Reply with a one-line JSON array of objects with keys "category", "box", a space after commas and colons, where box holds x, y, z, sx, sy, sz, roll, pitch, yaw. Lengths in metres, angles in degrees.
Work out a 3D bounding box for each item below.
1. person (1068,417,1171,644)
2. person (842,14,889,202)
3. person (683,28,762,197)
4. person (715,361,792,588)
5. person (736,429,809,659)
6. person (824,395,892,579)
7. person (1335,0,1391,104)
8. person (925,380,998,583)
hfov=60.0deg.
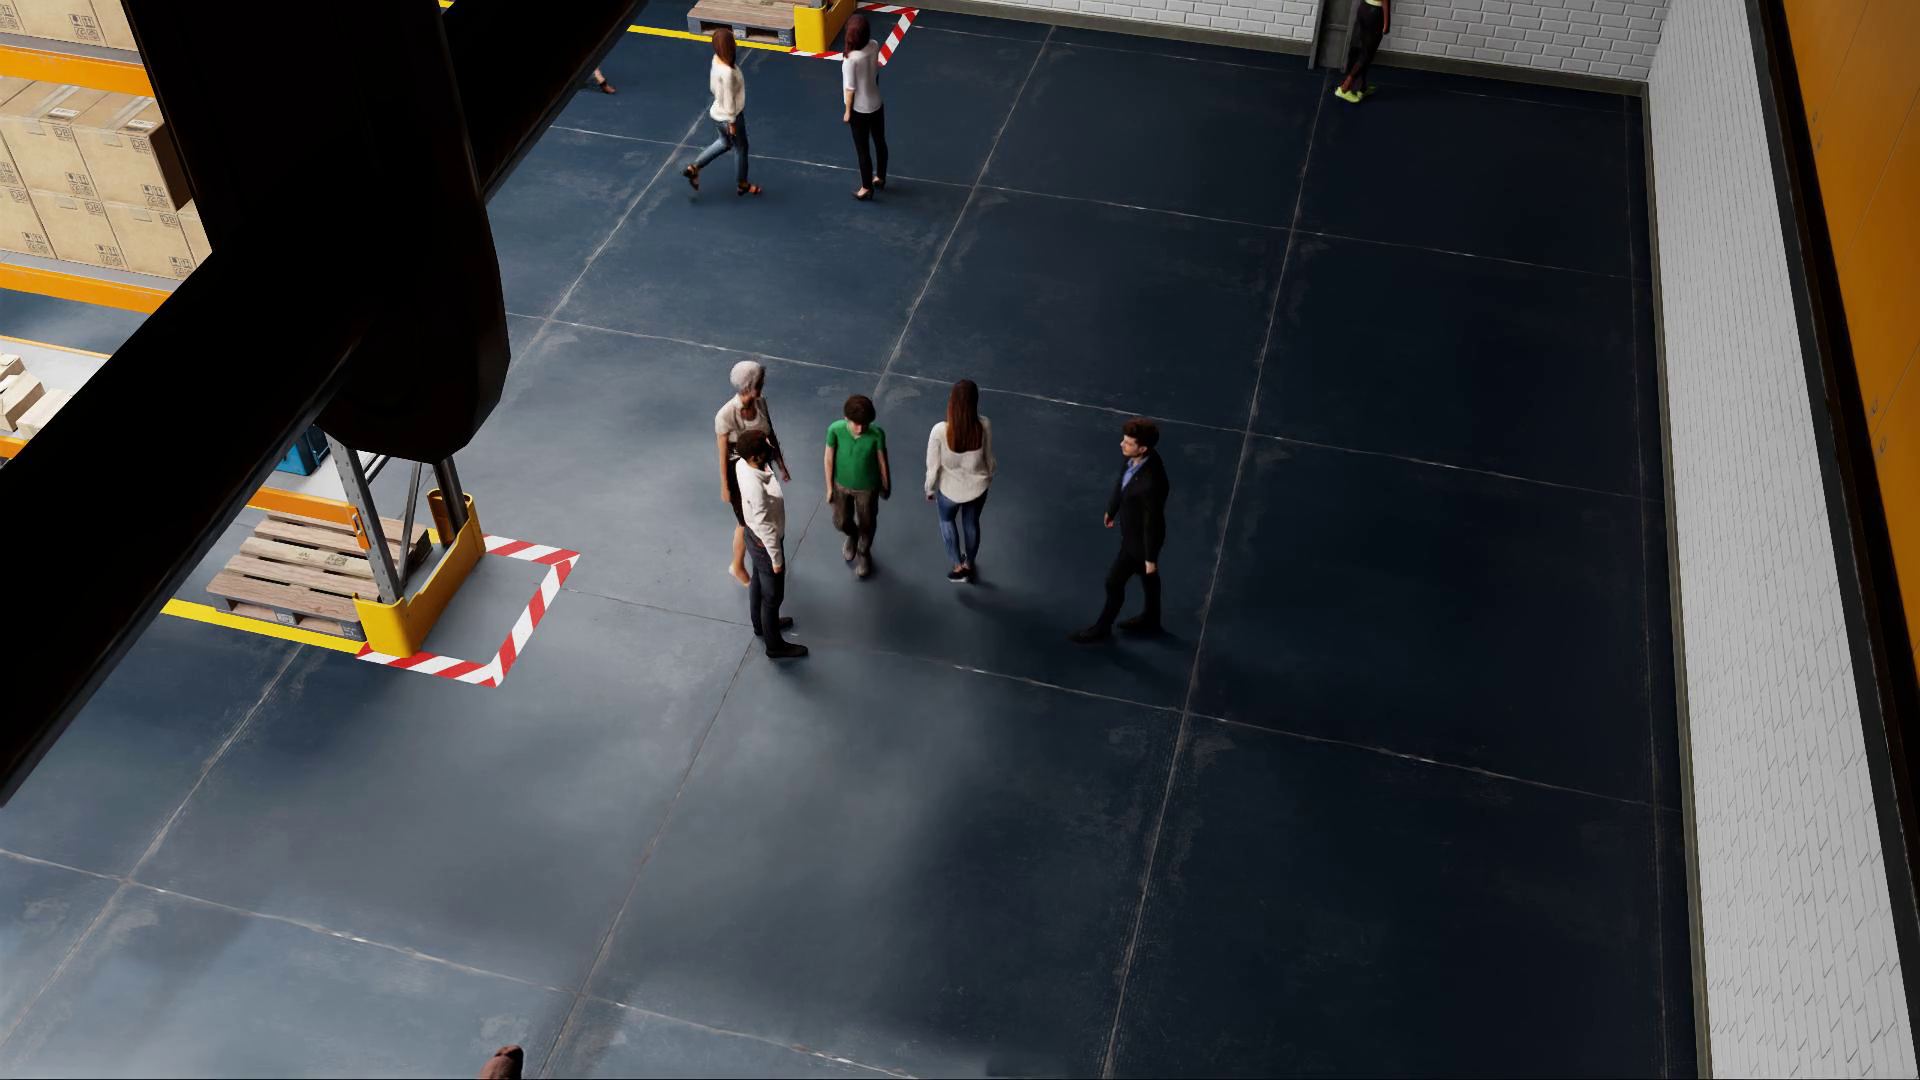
[{"category": "person", "box": [1.271, -0.054, 10.977, 1.025, 1.868, 0.904, -3, 44, -4]}, {"category": "person", "box": [-0.848, -3.916, 15.086, 0.656, 1.793, 0.675, 29, 51, 27]}, {"category": "person", "box": [-2.191, -3.838, 15.100, 1.044, 1.660, 0.911, -11, 45, -12]}, {"category": "person", "box": [-1.479, -0.492, 11.544, 0.807, 1.720, 0.814, -25, 49, -24]}, {"category": "person", "box": [-1.282, 0.016, 10.902, 0.751, 1.871, 0.739, -14, 45, -14]}, {"category": "person", "box": [-0.713, -0.450, 11.562, 0.657, 1.636, 0.710, 6, 44, 6]}, {"category": "person", "box": [4.022, -5.150, 16.412, 0.851, 1.749, 0.779, -13, 45, -13]}, {"category": "person", "box": [0.039, -0.333, 11.410, 0.777, 1.675, 0.857, -7, 44, -7]}]
